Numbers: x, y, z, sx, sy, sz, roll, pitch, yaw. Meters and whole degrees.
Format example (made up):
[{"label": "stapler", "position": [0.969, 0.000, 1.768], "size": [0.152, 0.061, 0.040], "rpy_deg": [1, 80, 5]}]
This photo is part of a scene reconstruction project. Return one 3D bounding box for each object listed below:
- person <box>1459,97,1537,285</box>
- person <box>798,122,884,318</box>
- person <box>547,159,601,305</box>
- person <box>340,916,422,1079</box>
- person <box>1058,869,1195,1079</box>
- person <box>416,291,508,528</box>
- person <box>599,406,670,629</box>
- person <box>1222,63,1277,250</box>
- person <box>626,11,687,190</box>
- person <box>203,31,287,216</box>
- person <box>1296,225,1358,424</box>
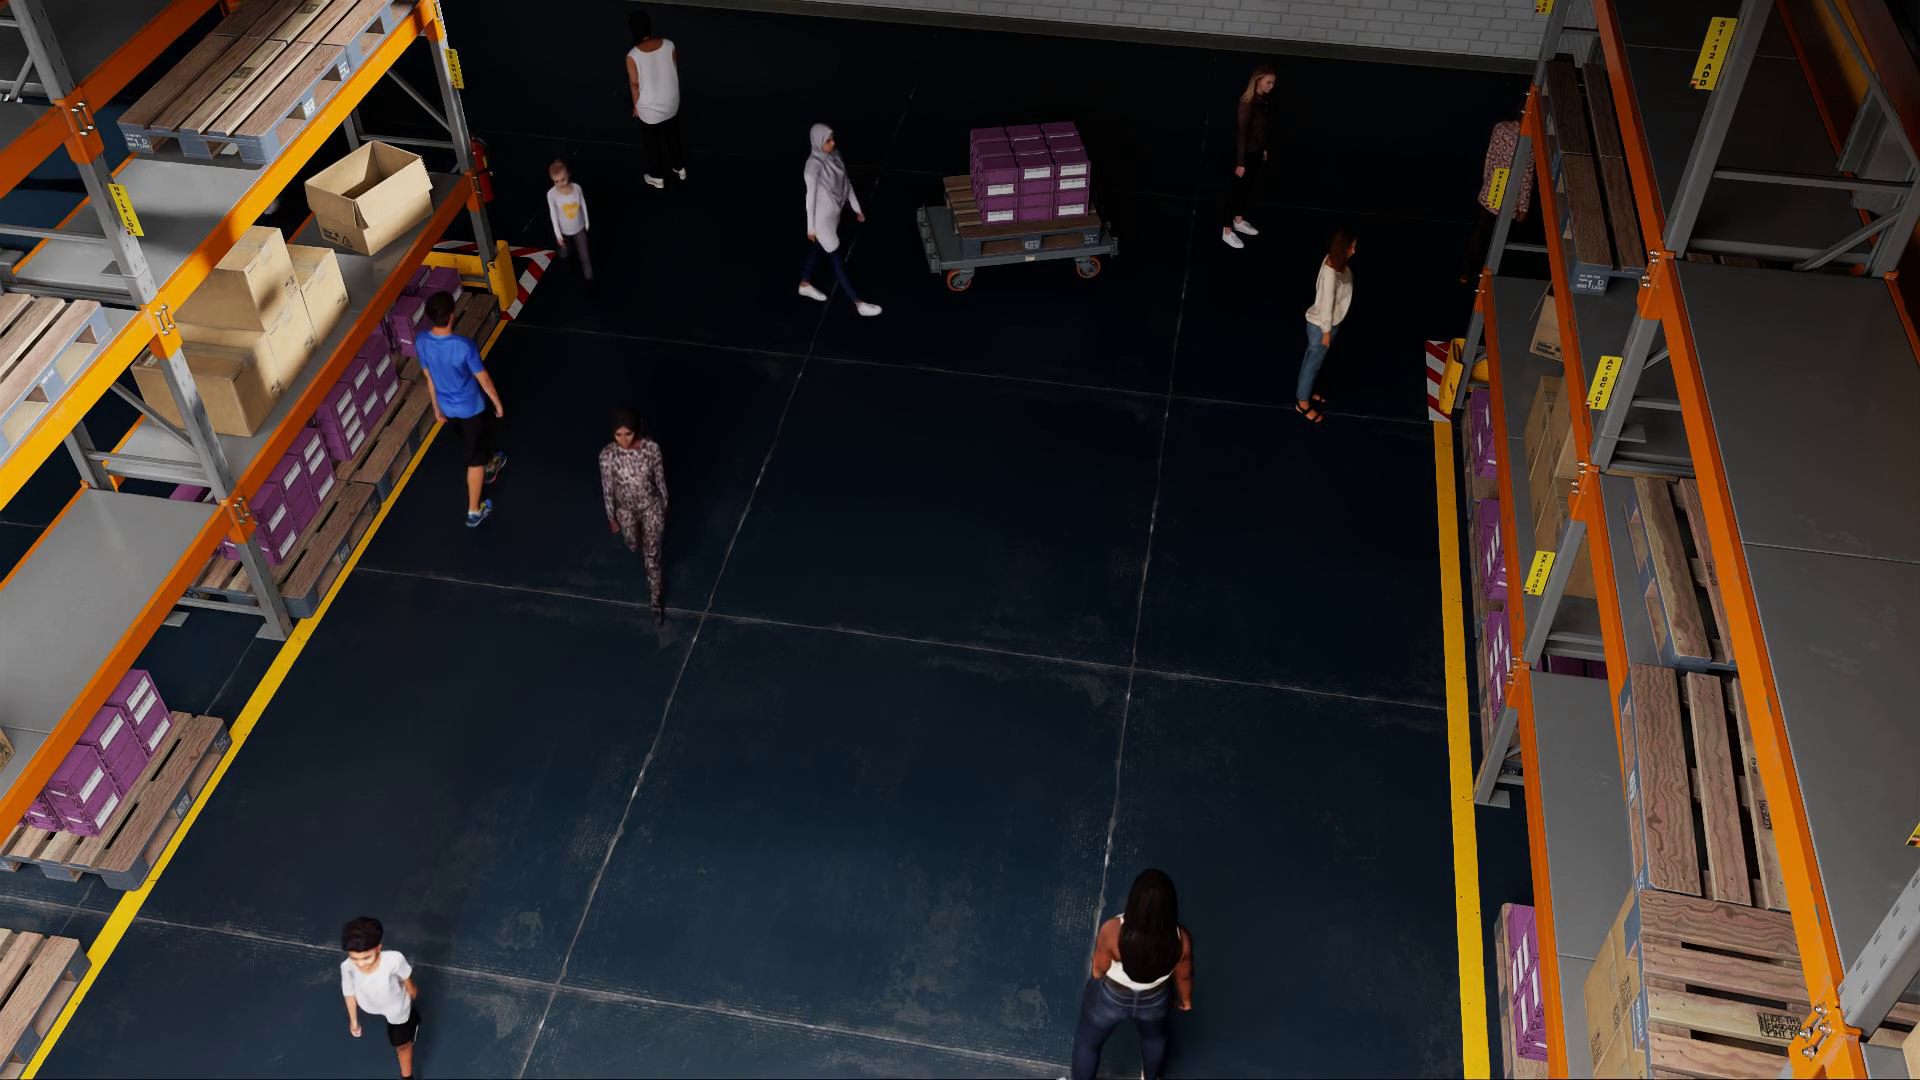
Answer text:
[{"label": "person", "position": [4.540, -2.871, 13.892], "size": [0.846, 1.808, 0.741], "rpy_deg": [-18, 47, -18]}, {"label": "person", "position": [-1.170, -2.664, 13.727], "size": [0.911, 1.736, 1.113], "rpy_deg": [19, 47, 18]}, {"label": "person", "position": [-3.327, -2.665, 14.077], "size": [0.826, 1.255, 0.963], "rpy_deg": [-19, 47, -19]}, {"label": "person", "position": [-3.049, 2.363, 8.823], "size": [0.610, 1.223, 0.902], "rpy_deg": [-2, 44, -2]}, {"label": "person", "position": [0.897, 2.317, 8.455], "size": [0.885, 1.797, 0.801], "rpy_deg": [2, 44, 2]}, {"label": "person", "position": [-3.548, -0.889, 11.790], "size": [0.663, 1.838, 1.049], "rpy_deg": [9, 44, 9]}, {"label": "person", "position": [-2.166, -0.256, 11.233], "size": [0.827, 1.689, 1.145], "rpy_deg": [-6, 44, -6]}, {"label": "person", "position": [2.514, -3.380, 14.502], "size": [0.738, 1.705, 0.606], "rpy_deg": [29, 51, 27]}, {"label": "person", "position": [-2.793, -4.038, 15.203], "size": [0.758, 1.689, 0.821], "rpy_deg": [-26, 50, -25]}, {"label": "person", "position": [-6.415, -3.752, 14.855], "size": [0.645, 1.756, 0.636], "rpy_deg": [18, 46, 18]}, {"label": "person", "position": [2.780, -1.679, 12.735], "size": [0.696, 1.678, 0.513], "rpy_deg": [12, 45, 12]}]
